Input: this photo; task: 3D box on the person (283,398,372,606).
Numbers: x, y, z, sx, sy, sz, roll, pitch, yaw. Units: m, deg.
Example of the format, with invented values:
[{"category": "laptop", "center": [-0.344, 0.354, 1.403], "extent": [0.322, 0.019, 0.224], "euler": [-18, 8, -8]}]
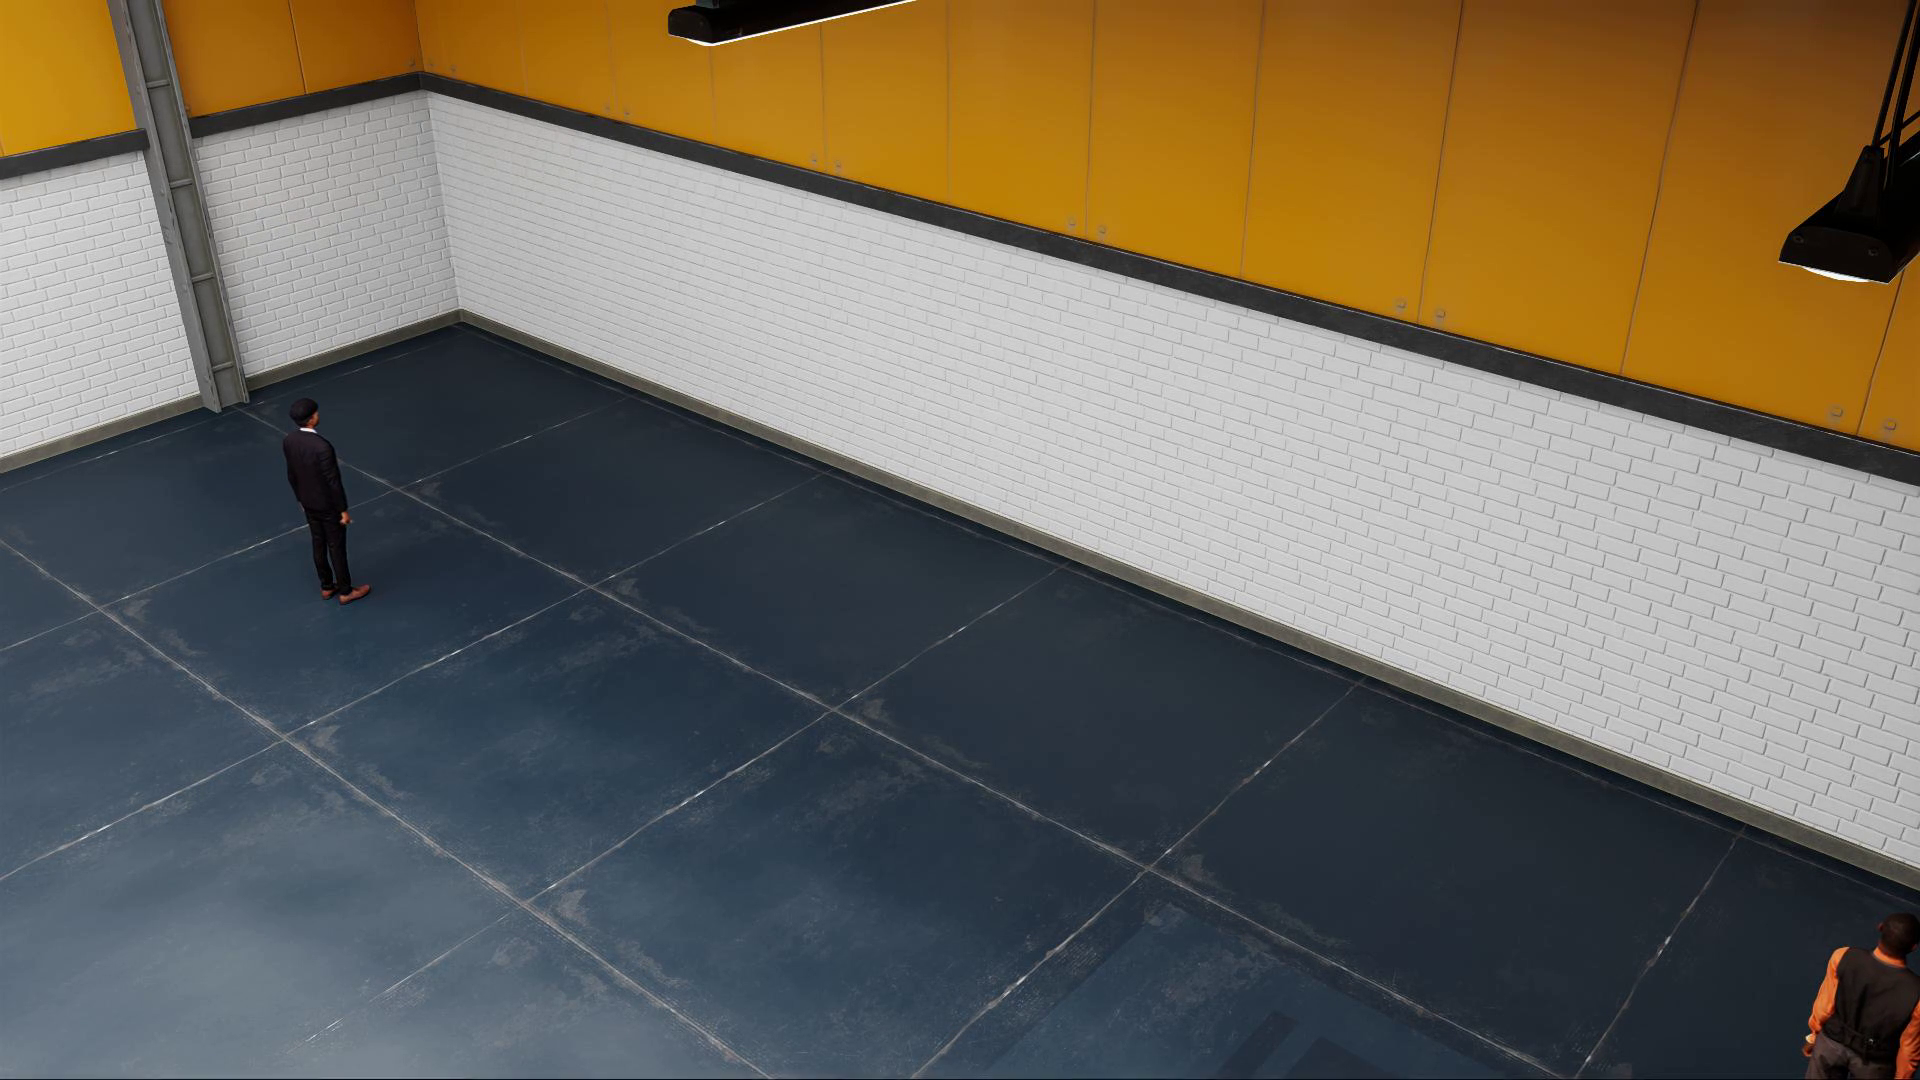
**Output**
[{"category": "person", "center": [-5.482, -0.334, 14.248], "extent": [0.740, 1.883, 0.631], "euler": [14, 32, 24]}]

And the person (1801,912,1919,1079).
[{"category": "person", "center": [4.665, 2.699, 8.662], "extent": [0.623, 1.908, 0.712], "euler": [-25, 37, -38]}]
